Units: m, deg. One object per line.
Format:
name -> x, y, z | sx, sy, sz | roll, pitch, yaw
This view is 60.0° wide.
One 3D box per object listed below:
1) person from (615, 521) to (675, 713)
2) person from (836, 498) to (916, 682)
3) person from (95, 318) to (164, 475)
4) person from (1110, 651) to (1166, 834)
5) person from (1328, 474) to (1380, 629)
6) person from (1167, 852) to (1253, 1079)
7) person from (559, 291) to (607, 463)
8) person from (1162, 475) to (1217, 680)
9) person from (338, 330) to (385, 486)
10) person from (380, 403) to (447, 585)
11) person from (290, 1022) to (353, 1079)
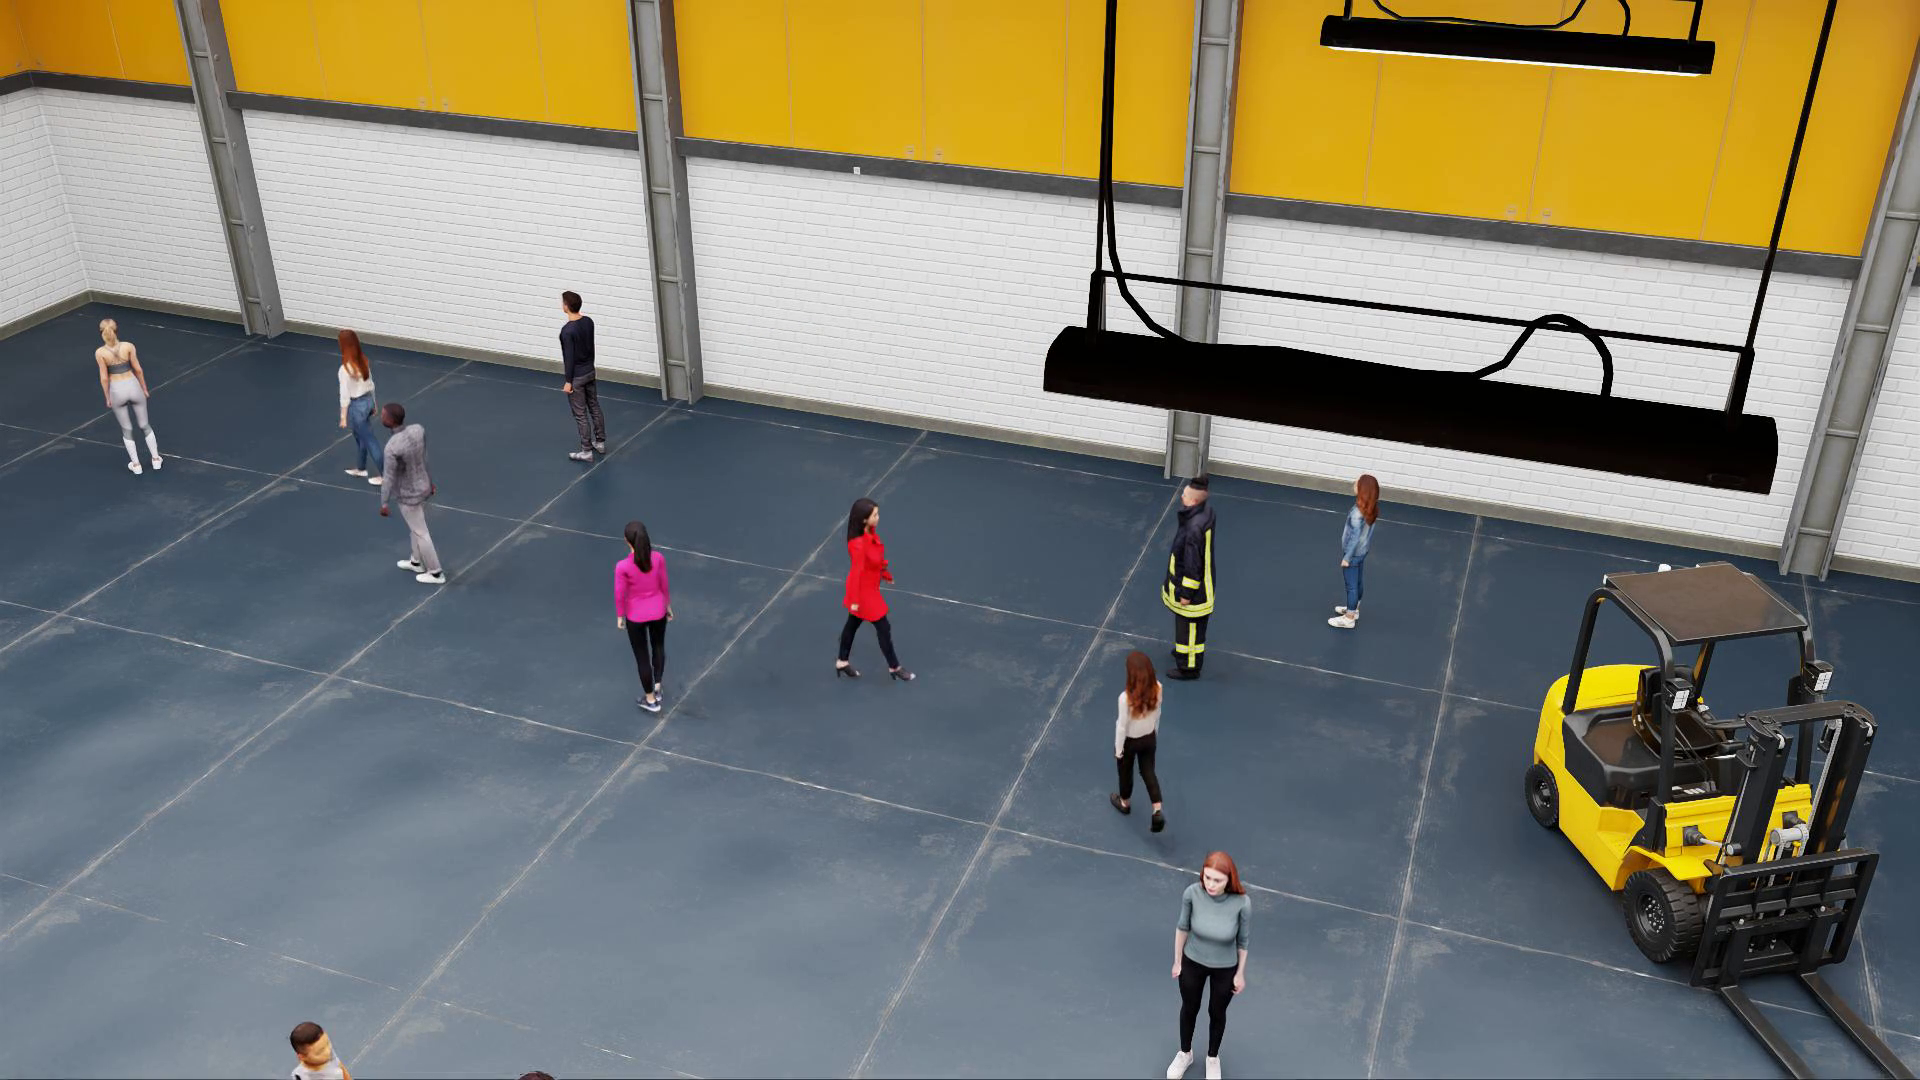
person -> -2.515, 0.633, 13.480 | 0.726, 1.692, 0.776 | -17, 33, -28
person -> -0.887, 0.433, 13.819 | 0.988, 1.718, 0.784 | 1, 29, 1
person -> -8.725, -1.515, 17.405 | 0.663, 1.703, 0.699 | -18, 33, -30
person -> 1.341, 1.482, 12.152 | 0.878, 1.472, 0.935 | -13, 31, -22
person -> 3.510, 0.086, 14.705 | 0.540, 1.477, 0.586 | 14, 32, 24
person -> 1.492, 2.549, 9.914 | 0.454, 1.742, 0.646 | 9, 30, 16
person -> -4.022, -1.744, 17.652 | 0.560, 1.869, 0.661 | 13, 31, 22
person -> 1.949, 0.297, 13.915 | 0.694, 1.865, 0.766 | 8, 30, 14
person -> -6.065, -1.339, 17.071 | 0.850, 1.715, 0.677 | 5, 29, 9
person -> -4.950, -0.409, 15.248 | 0.824, 1.826, 0.755 | 8, 30, 14
person -> -3.546, 3.153, 9.143 | 1.095, 1.422, 0.814 | -1, 29, -2
